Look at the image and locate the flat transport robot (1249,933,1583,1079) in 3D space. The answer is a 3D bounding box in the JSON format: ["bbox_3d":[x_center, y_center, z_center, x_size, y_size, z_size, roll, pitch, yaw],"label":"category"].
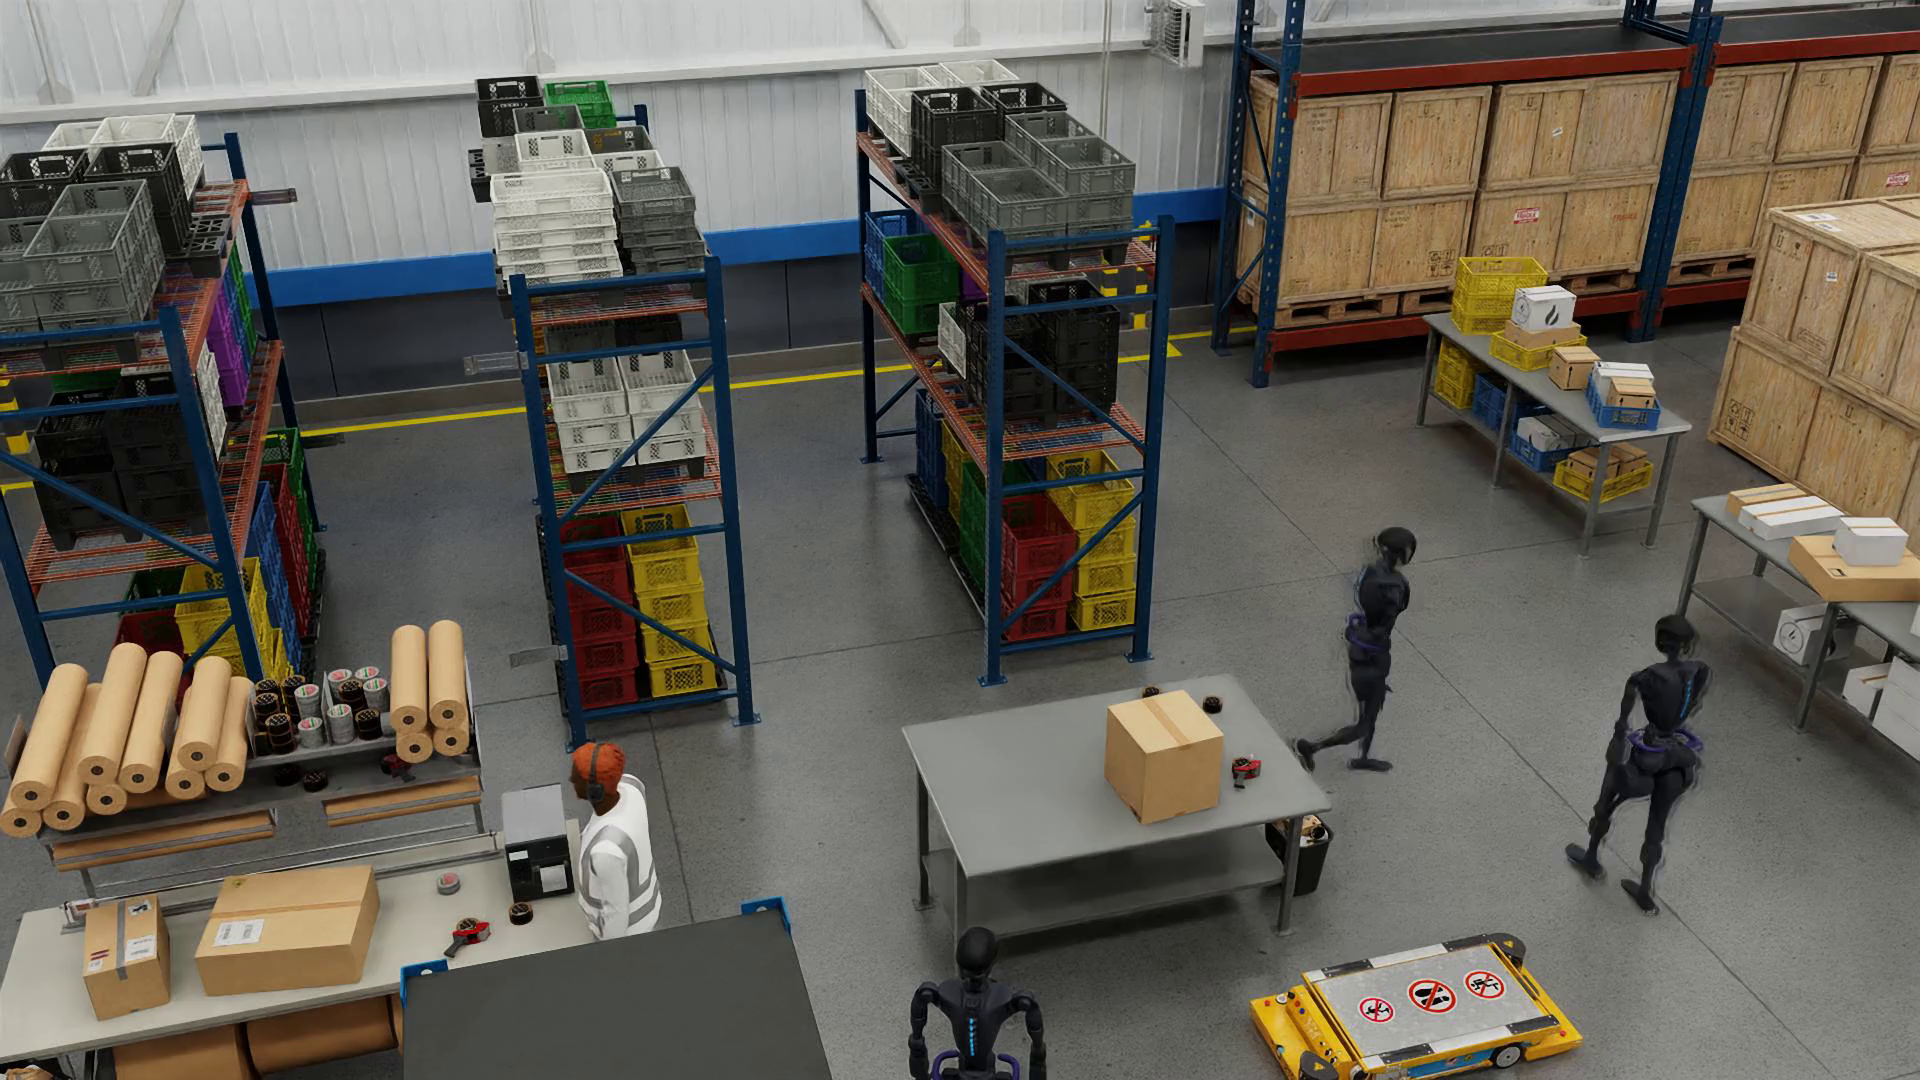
[{"bbox_3d":[2.184,2.282,7.980,1.431,0.197,0.652,-8,30,-14],"label":"flat transport robot"}]

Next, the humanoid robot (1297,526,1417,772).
[{"bbox_3d":[2.281,0.654,9.526,0.541,1.647,0.618,3,29,5],"label":"humanoid robot"}]

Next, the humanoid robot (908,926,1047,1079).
[{"bbox_3d":[0.068,2.208,6.668,0.589,1.657,0.327,3,29,5],"label":"humanoid robot"}]

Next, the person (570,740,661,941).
[{"bbox_3d":[-1.514,1.684,7.422,0.354,1.883,0.572,0,29,0],"label":"person"}]

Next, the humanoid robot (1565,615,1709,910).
[{"bbox_3d":[3.571,1.121,8.669,0.574,1.635,0.632,-6,29,-11],"label":"humanoid robot"}]
